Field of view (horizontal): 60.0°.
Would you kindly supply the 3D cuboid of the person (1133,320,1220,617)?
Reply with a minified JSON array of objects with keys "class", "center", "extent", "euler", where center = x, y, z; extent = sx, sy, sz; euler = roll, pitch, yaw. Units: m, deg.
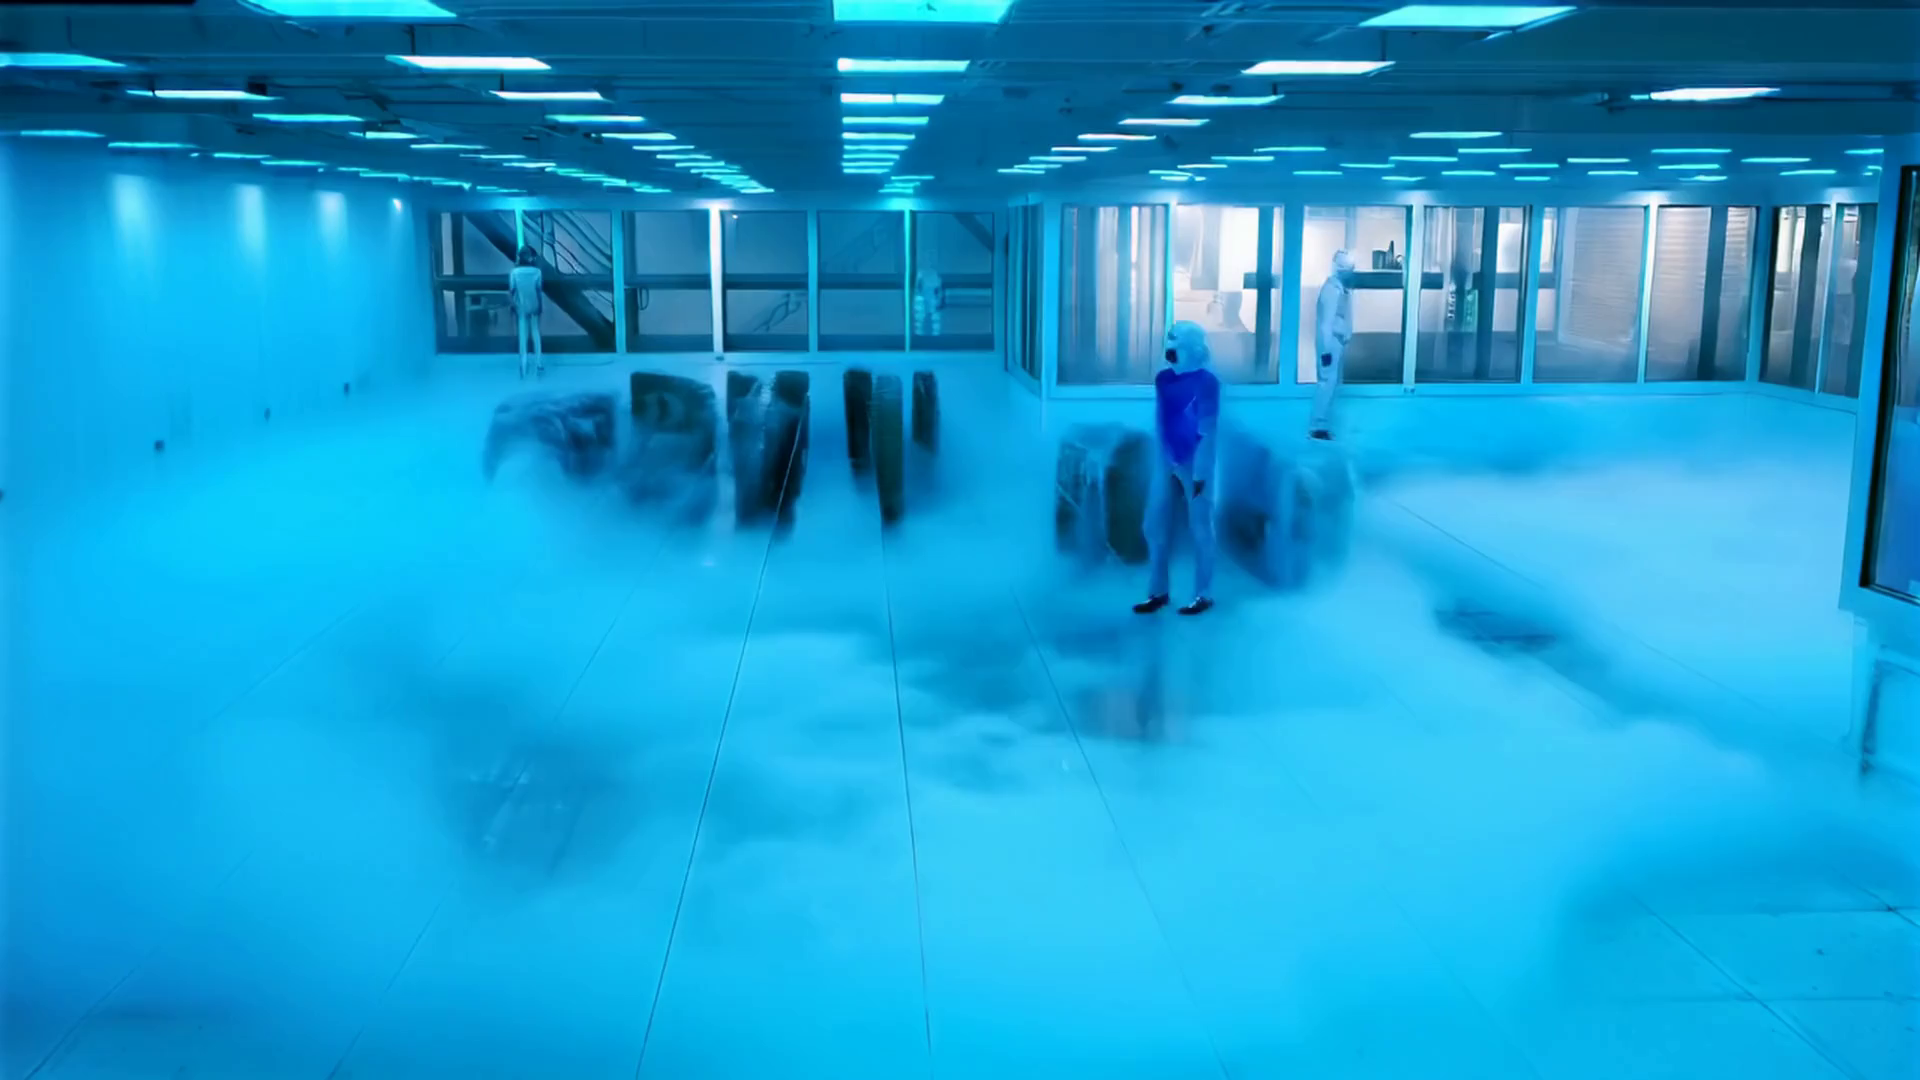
[{"class":"person","center":[1.165,-0.368,8.956],"extent":[0.574,1.613,0.516],"euler":[-9,14,-39]}]

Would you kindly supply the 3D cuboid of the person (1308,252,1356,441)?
[{"class":"person","center":[3.746,-1.931,16.665],"extent":[0.412,1.889,0.723],"euler":[3,11,17]}]

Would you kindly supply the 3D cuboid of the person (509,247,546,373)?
[{"class":"person","center":[-6.429,-3.415,24.737],"extent":[0.501,1.865,0.324],"euler":[-2,11,-9]}]
